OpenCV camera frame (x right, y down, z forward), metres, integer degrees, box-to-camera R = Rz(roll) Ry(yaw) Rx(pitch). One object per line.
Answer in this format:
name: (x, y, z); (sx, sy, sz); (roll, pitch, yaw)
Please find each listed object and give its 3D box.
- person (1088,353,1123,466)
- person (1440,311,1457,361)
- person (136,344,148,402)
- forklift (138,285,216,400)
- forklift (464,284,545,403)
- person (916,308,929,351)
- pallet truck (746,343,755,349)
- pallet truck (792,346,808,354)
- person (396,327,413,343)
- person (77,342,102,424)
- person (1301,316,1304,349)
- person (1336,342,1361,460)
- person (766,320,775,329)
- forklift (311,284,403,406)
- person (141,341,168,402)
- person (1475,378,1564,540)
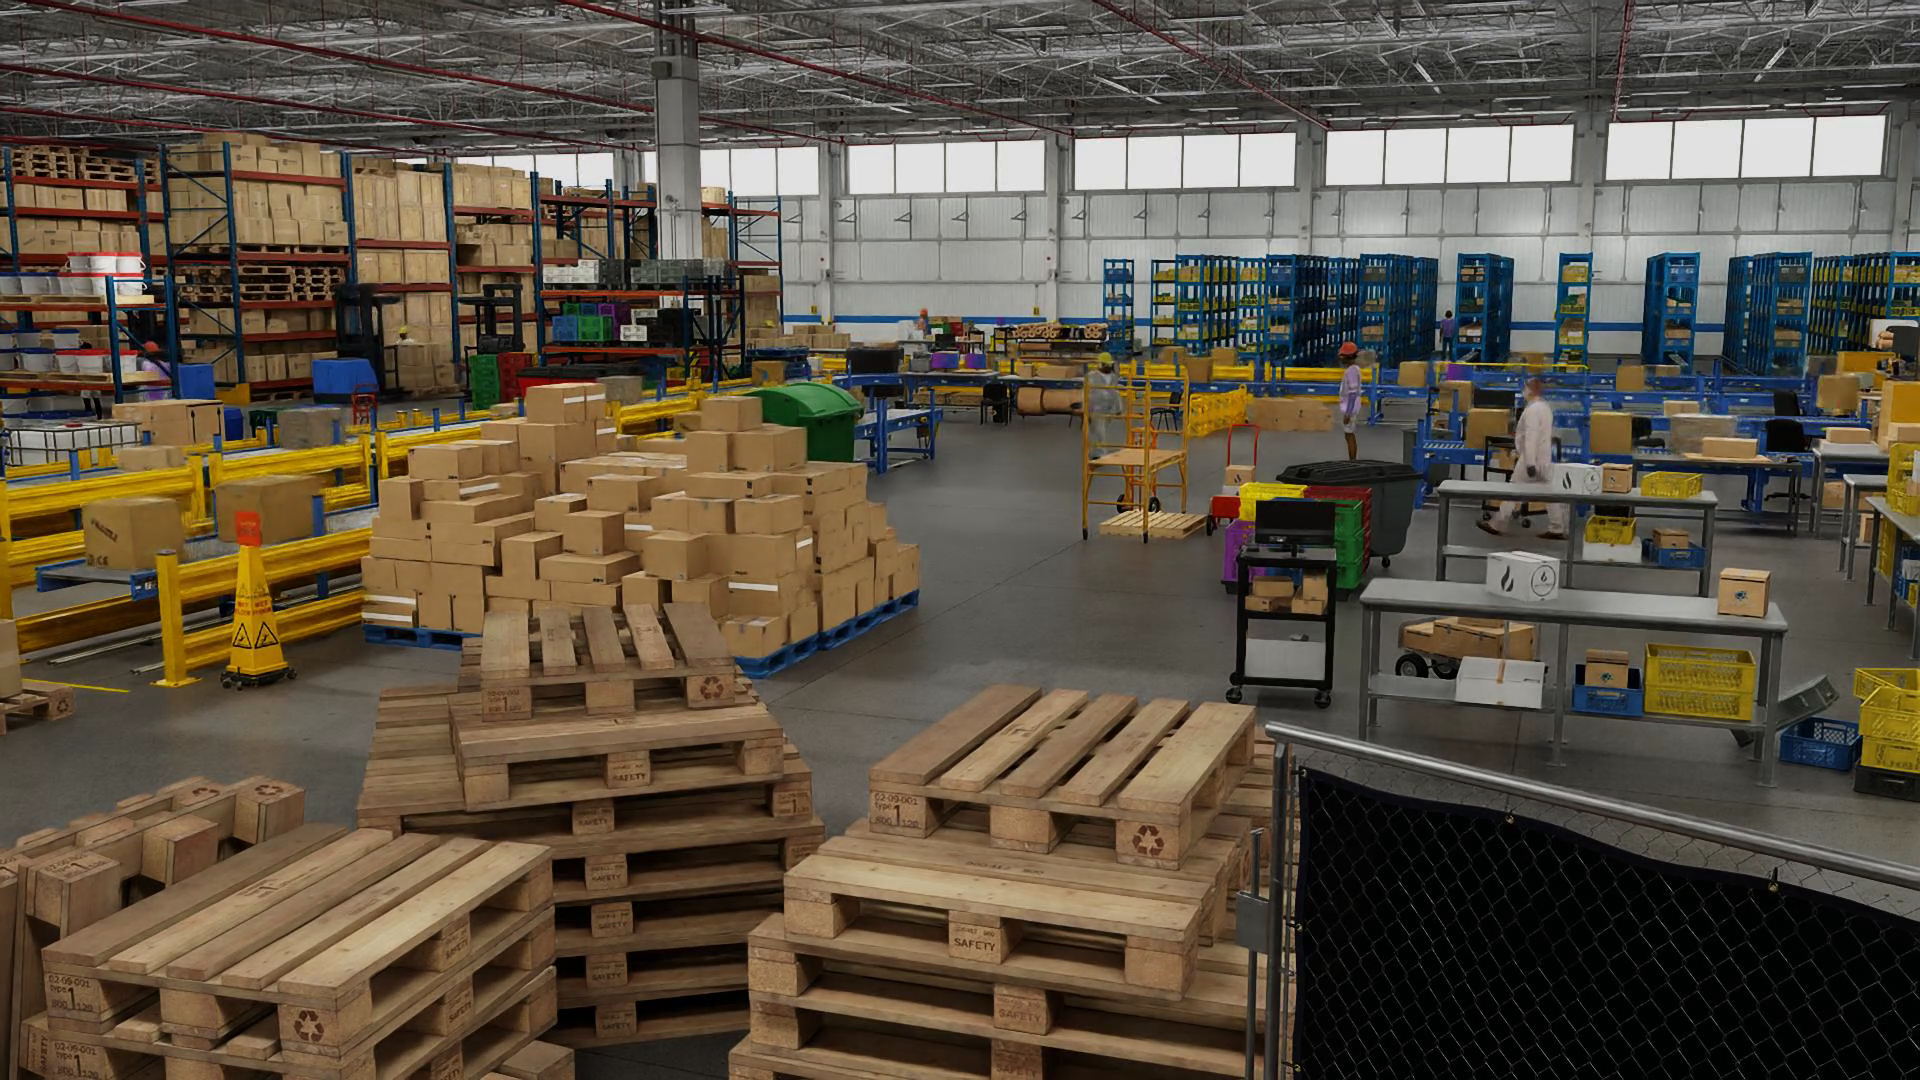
person: (2.369, -2.073, 26.487); (0.621, 1.792, 0.873); (-6, 11, -35)
person: (16.507, -6.835, 56.249); (0.567, 1.845, 0.389); (3, 9, 16)
person: (-16.668, -3.195, 34.056); (0.286, 1.633, 0.499); (4, 10, 24)
forklift: (-17.480, -4.200, 36.461); (1.873, 2.768, 1.129); (3, 10, 19)
forklift: (-10.832, -4.702, 39.610); (1.129, 2.768, 1.873); (3, 10, 20)
person: (-1.174, -6.422, 53.228); (0.438, 1.974, 0.649); (1, 9, 3)
pallet truck: (-6.183, -4.618, 44.264); (1.601, 1.201, 0.680); (-9, 12, -43)
pallet truck: (-3.705, -4.298, 42.022); (0.653, 1.274, 1.630); (3, 10, 20)
person: (-14.173, -4.574, 42.453); (0.526, 1.719, 0.912); (2, 9, 12)
person: (-17.454, -3.110, 33.326); (0.318, 1.697, 0.535); (4, 10, 22)
person: (10.873, -6.330, 53.287); (0.919, 1.785, 0.589); (3, 10, 20)
person: (5.824, -1.956, 25.001); (0.391, 2.039, 0.615); (3, 9, 15)
person: (-5.632, -5.565, 48.637); (0.764, 1.722, 0.530); (6, 11, 35)
forklift: (-14.180, -4.590, 38.912); (1.129, 2.768, 1.873); (3, 10, 20)
person: (-13.769, -2.461, 28.537); (0.569, 1.924, 0.593); (5, 10, 26)
person: (6.533, -0.936, 19.202); (1.041, 1.842, 0.654); (7, 11, 37)
